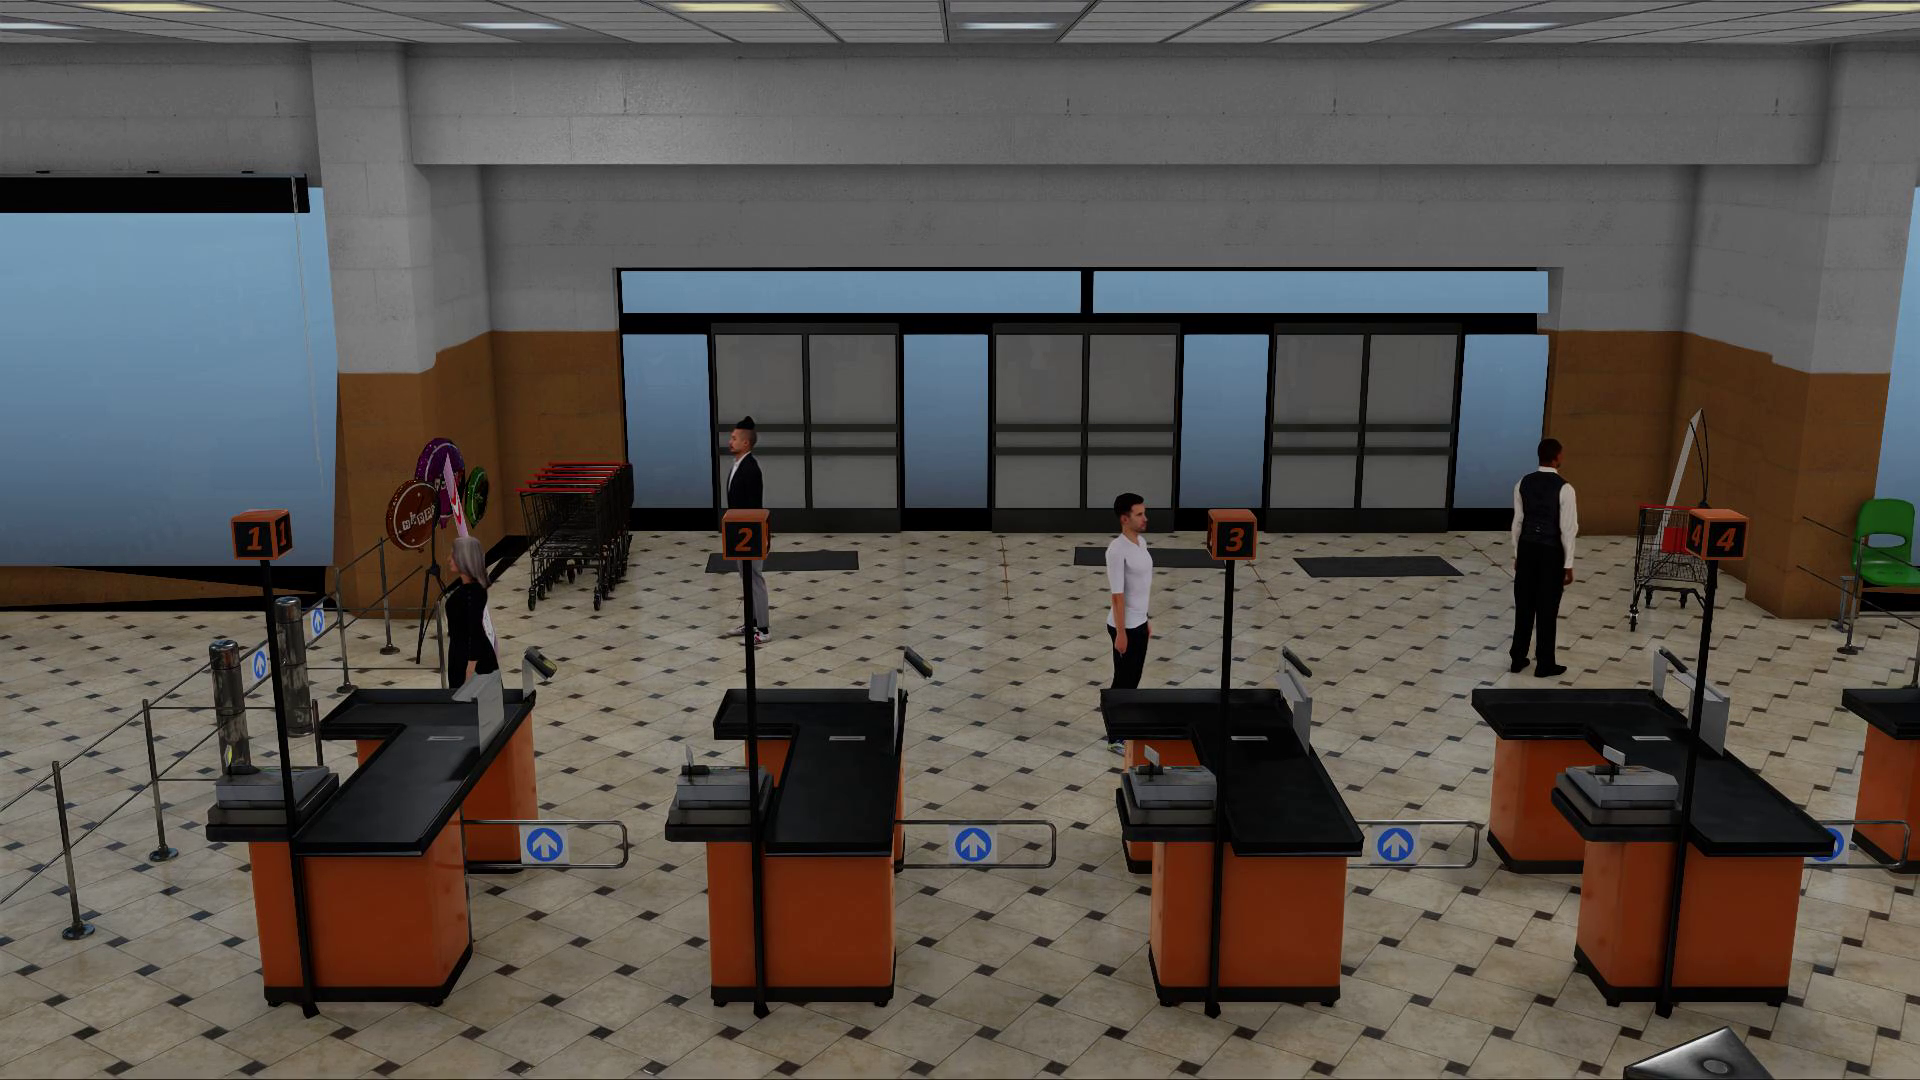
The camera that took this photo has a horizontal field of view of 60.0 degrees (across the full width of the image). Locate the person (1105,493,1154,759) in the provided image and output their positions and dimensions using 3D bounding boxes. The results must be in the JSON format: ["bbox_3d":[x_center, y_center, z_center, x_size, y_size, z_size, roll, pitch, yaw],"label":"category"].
[{"bbox_3d":[1.178,0.575,11.642,0.811,1.852,0.674,7,15,26],"label":"person"}]

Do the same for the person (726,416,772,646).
[{"bbox_3d":[-1.799,-0.086,14.165,0.845,1.948,0.678,-6,15,-22],"label":"person"}]

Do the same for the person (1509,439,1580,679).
[{"bbox_3d":[4.655,0.134,13.319,0.827,1.919,0.761,-13,19,-42],"label":"person"}]

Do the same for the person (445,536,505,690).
[{"bbox_3d":[-3.181,0.820,10.854,0.738,1.747,0.625,-6,15,-22],"label":"person"}]
